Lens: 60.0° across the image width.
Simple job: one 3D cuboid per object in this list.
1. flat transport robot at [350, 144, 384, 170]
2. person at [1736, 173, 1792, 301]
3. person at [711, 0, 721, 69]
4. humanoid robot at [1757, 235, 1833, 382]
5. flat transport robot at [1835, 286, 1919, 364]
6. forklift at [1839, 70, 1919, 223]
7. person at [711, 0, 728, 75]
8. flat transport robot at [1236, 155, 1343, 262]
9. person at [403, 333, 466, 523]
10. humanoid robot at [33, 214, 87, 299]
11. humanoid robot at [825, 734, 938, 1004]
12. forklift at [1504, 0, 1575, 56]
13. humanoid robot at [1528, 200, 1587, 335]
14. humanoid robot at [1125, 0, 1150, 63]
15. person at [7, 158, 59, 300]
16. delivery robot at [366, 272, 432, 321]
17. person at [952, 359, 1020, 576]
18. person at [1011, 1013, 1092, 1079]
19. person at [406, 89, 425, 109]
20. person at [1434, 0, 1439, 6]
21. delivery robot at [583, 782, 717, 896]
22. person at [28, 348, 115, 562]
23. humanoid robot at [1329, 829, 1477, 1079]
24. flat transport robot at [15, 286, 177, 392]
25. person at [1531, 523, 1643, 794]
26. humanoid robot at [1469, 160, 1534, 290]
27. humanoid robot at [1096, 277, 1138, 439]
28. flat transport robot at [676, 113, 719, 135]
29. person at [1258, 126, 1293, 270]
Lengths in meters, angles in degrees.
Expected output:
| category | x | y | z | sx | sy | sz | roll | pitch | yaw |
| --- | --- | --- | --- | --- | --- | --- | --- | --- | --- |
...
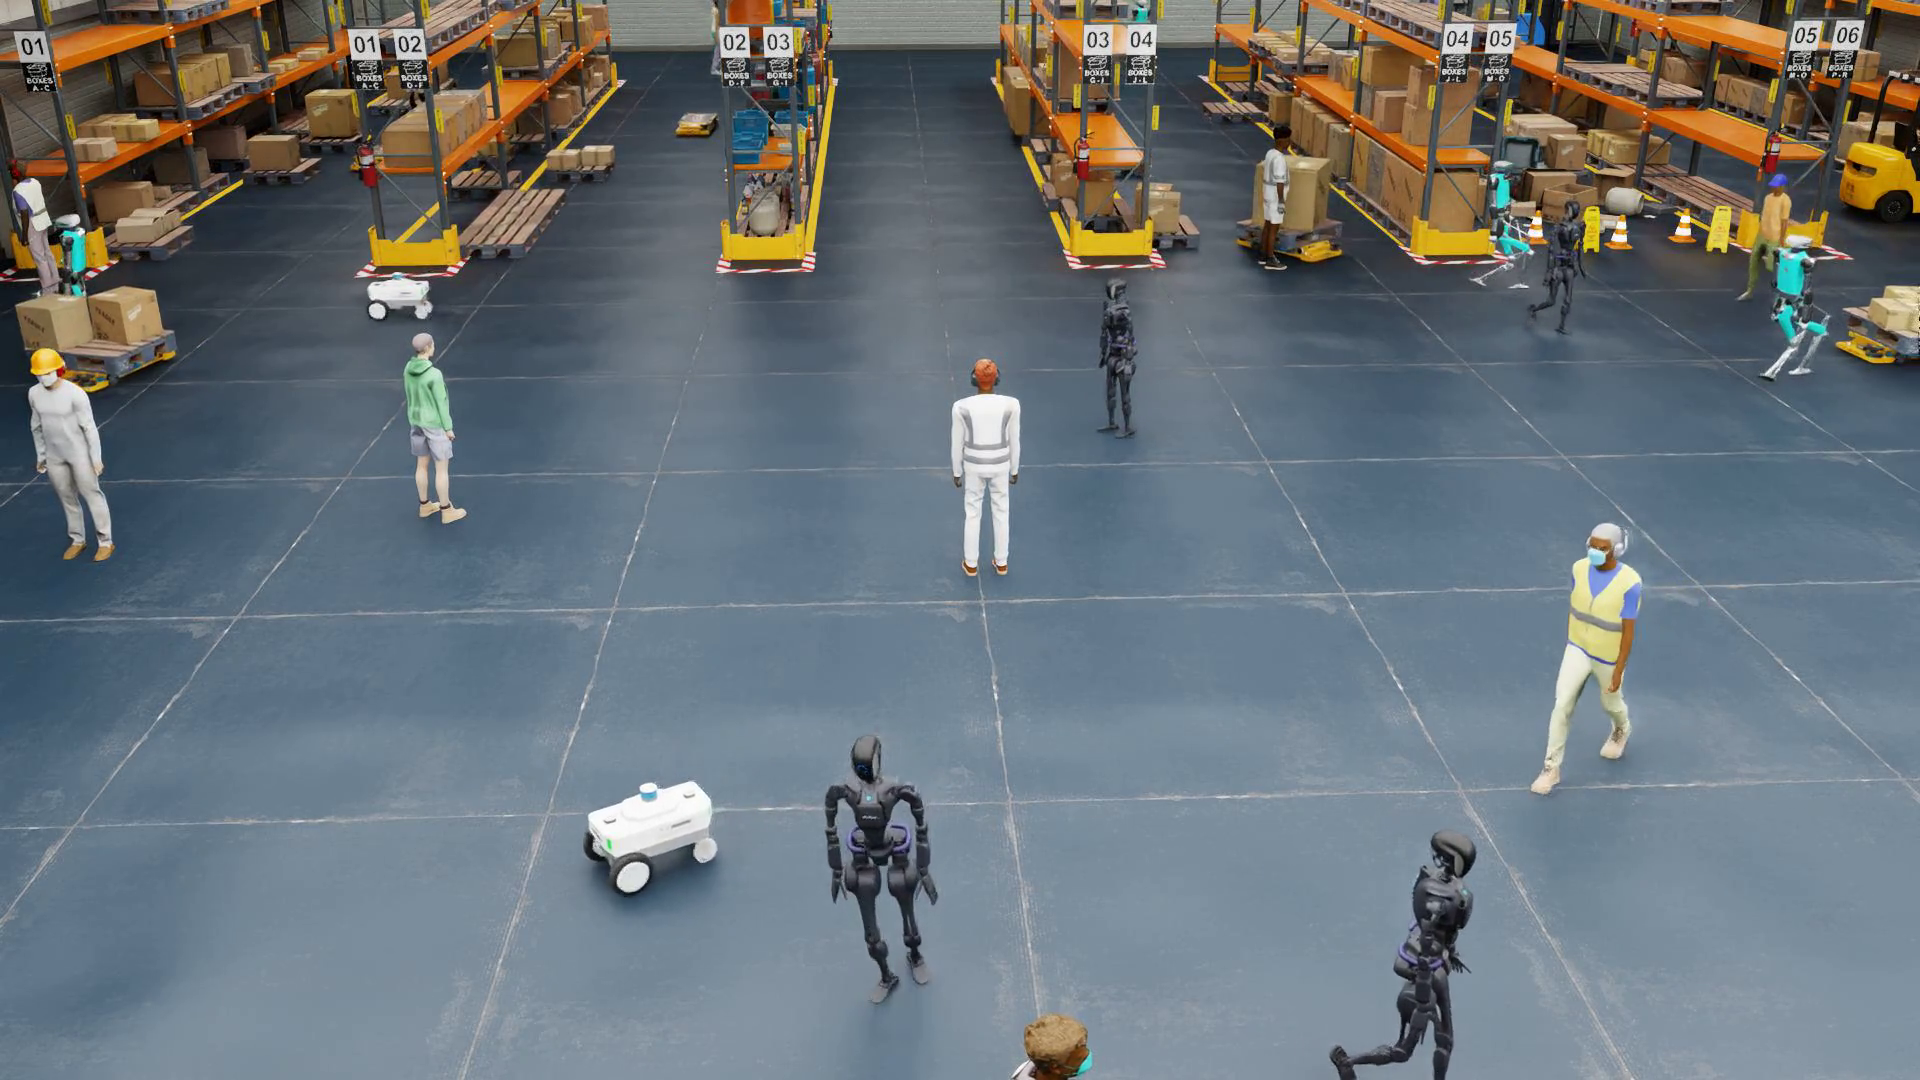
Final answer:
| category | x | y | z | sx | sy | sz | roll | pitch | yaw |
| --- | --- | --- | --- | --- | --- | --- | --- | --- | --- |
| flat transport robot | -10.437 | -6.892 | 29.959 | 0.659 | 0.231 | 1.431 | 0 | 24 | -1 |
| person | 10.537 | -3.919 | 21.517 | 0.635 | 1.687 | 0.451 | -9 | 25 | -19 |
| person | -5.860 | -12.345 | 40.386 | 0.388 | 1.748 | 0.537 | -5 | 25 | -12 |
| humanoid robot | 9.340 | -2.546 | 18.383 | 0.989 | 1.717 | 0.543 | -8 | 25 | -18 |
| flat transport robot | 11.196 | -2.296 | 19.632 | 1.431 | 0.231 | 0.659 | -4 | 24 | -9 |
| forklift | 15.132 | -6.143 | 25.915 | 2.313 | 2.155 | 1.214 | -1 | 24 | -2 |
| person | -5.526 | -11.930 | 39.389 | 0.986 | 1.809 | 0.506 | 2 | 24 | 5 |
| flat transport robot | 4.767 | -4.303 | 24.141 | 0.659 | 0.231 | 1.431 | -19 | 30 | -36 |
| person | -4.760 | -1.004 | 14.933 | 0.471 | 1.733 | 0.326 | 13 | 27 | 27 |
| humanoid robot | -10.412 | -2.842 | 19.082 | 0.957 | 1.762 | 0.557 | -3 | 24 | -6 |
| humanoid robot | -0.413 | 1.719 | 8.910 | 0.599 | 1.637 | 0.472 | 0 | 24 | 0 |
| forklift | 14.700 | -13.805 | 42.301 | 1.873 | 2.768 | 1.129 | -1 | 24 | -2 |
| humanoid robot | 7.335 | -3.361 | 20.314 | 0.611 | 1.640 | 0.588 | -11 | 26 | -23 |
| humanoid robot | 4.079 | -11.793 | 39.215 | 0.557 | 1.820 | 0.764 | -16 | 29 | -32 |
| person | -11.994 | -4.016 | 21.556 | 0.390 | 1.846 | 0.562 | -2 | 24 | -4 |
| delivery robot | -7.115 | -3.076 | 21.049 | 0.808 | 0.607 | 0.499 | -2 | 24 | -4 |
| person | 0.215 | -0.592 | 13.835 | 0.566 | 1.878 | 0.354 | 0 | 24 | -1 |
| person | 0.342 | 2.640 | 6.519 | 0.378 | 1.917 | 0.491 | -5 | 24 | -11 |
| person | -11.102 | -9.384 | 33.817 | 0.538 | 1.675 | 0.560 | -1 | 24 | -1 |
| person | 11.996 | -12.953 | 41.726 | 0.437 | 1.778 | 0.631 | -13 | 27 | -27 |
| delivery robot | -1.888 | 1.757 | 10.145 | 0.756 | 0.571 | 0.499 | -15 | 28 | -30 |
| person | -7.568 | -0.726 | 14.118 | 0.569 | 1.889 | 0.389 | 2 | 24 | 5 |
| humanoid robot | 2.229 | 2.076 | 8.111 | 0.687 | 1.635 | 0.606 | 13 | 27 | 27 |
| flat transport robot | -9.708 | -1.996 | 18.957 | 0.659 | 0.231 | 1.431 | 6 | 25 | 13 |
| person | 4.212 | 0.719 | 10.916 | 0.514 | 1.850 | 0.971 | 22 | 32 | 40 |
| humanoid robot | 7.278 | -4.070 | 21.860 | 1.035 | 1.754 | 0.542 | 17 | 29 | 33 |
| humanoid robot | 1.613 | -1.863 | 16.915 | 0.319 | 1.656 | 0.604 | -11 | 26 | -23 |
| flat transport robot | -5.214 | -8.274 | 33.064 | 0.659 | 0.231 | 1.431 | 0 | 24 | 0 |
| person | 4.384 | -4.753 | 23.066 | 0.361 | 1.964 | 0.612 | -3 | 24 | -6 |
